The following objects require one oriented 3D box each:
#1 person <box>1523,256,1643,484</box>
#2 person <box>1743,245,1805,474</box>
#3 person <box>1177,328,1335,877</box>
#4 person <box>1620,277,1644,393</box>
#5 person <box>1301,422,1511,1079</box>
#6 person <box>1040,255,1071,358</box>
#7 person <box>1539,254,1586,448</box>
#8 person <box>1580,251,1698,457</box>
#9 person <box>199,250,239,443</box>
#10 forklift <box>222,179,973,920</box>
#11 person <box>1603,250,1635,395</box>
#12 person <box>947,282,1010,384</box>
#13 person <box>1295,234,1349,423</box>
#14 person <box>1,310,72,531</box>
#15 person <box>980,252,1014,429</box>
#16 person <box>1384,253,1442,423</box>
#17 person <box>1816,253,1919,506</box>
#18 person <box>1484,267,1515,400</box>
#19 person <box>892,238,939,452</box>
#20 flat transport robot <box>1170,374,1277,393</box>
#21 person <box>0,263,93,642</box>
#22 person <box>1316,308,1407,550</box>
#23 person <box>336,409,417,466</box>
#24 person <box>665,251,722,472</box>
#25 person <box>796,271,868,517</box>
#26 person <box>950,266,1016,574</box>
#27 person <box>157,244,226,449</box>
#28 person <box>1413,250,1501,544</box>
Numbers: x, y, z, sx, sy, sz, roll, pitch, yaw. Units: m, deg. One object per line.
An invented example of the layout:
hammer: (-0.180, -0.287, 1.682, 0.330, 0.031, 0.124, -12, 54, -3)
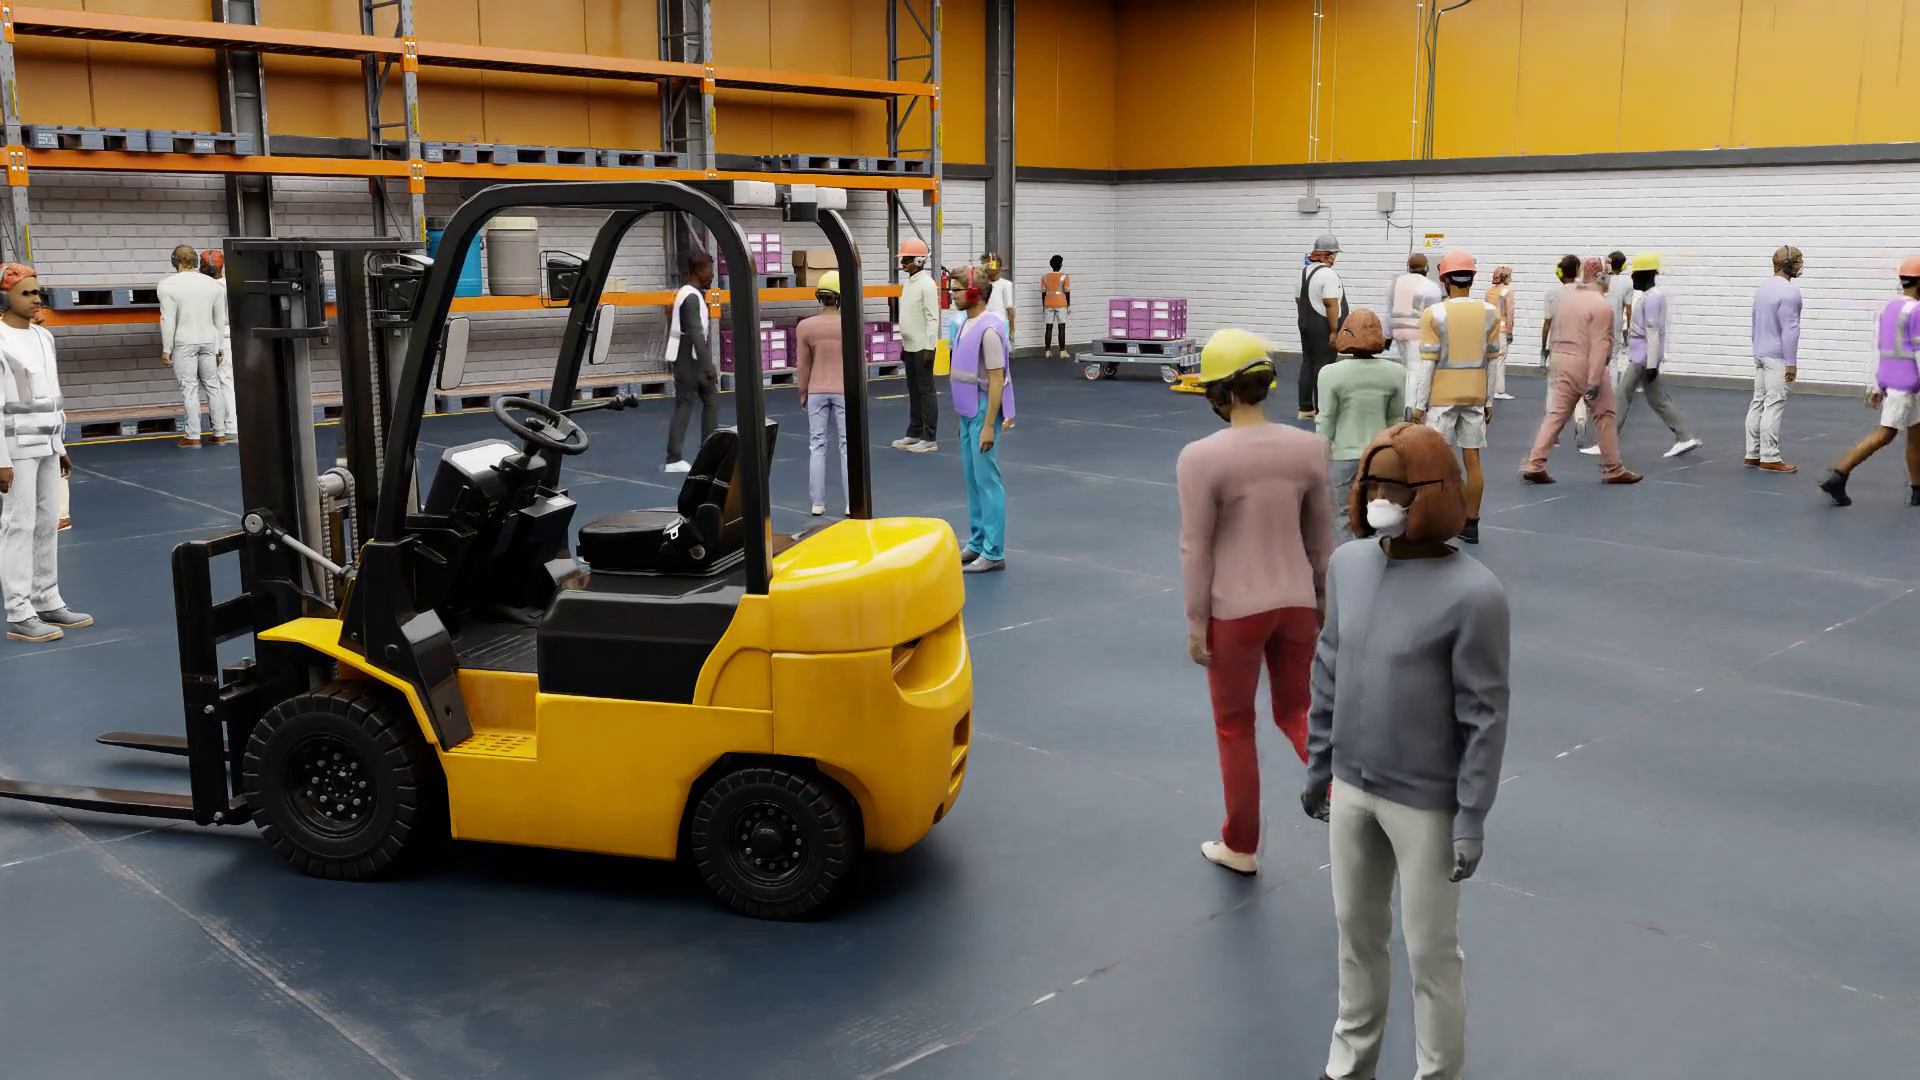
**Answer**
person: (5.060, -1.361, 13.475, 0.987, 1.861, 0.650, -3, 11, -14)
person: (6.984, -1.542, 14.229, 0.358, 1.938, 0.636, 0, 10, 1)
person: (0.946, 0.228, 5.110, 0.537, 1.736, 0.650, -5, 11, -24)
person: (8.594, -2.647, 21.142, 0.531, 1.616, 0.697, 5, 12, 26)
person: (0.944, 0.557, 3.618, 0.280, 1.633, 0.507, -7, 12, -32)
person: (1.585, -3.842, 27.431, 0.531, 1.698, 0.320, 5, 12, 26)
person: (5.777, -1.784, 15.791, 0.530, 1.846, 0.744, 0, 10, 3)
person: (6.278, -1.685, 15.169, 0.984, 1.882, 0.605, 4, 11, 23)
person: (-7.210, -1.885, 16.276, 0.341, 1.881, 0.583, -2, 11, -8)
forklift: (-1.114, -0.058, 5.440, 2.313, 2.155, 1.214, 2, 11, 13)
person: (7.548, -2.446, 19.403, 0.551, 1.851, 0.698, 4, 11, 21)
person: (0.160, -1.429, 14.400, 0.545, 1.651, 0.865, 1, 10, 4)
person: (3.963, -2.299, 18.083, 0.536, 2.000, 0.688, -3, 11, -18)
person: (-6.334, -0.862, 11.356, 0.502, 1.631, 0.285, 7, 12, 33)
person: (0.409, -2.082, 17.525, 0.346, 1.842, 0.572, -6, 12, -31)
person: (4.970, -2.185, 18.034, 0.663, 1.821, 0.662, -7, 12, -33)
person: (6.942, -1.179, 12.380, 0.978, 1.904, 0.540, 2, 11, 10)
person: (6.660, -2.558, 20.599, 0.314, 1.636, 0.515, -4, 11, -20)
person: (-0.406, -1.824, 15.616, 0.389, 1.996, 0.612, -5, 11, -24)
flat transport robot: (3.426, -2.053, 21.570, 1.431, 0.197, 0.652, -10, 15, -44)
person: (-4.682, -0.440, 8.368, 0.342, 1.882, 0.587, 0, 10, 1)
person: (2.134, -0.418, 8.928, 0.502, 1.636, 0.280, -2, 11, -10)
person: (-5.106, -1.495, 14.384, 0.518, 1.808, 0.708, -7, 13, -34)
person: (-2.208, -1.511, 14.219, 0.748, 1.889, 0.596, -1, 10, -3)
person: (-0.914, -1.043, 11.983, 0.523, 1.769, 0.314, 2, 11, 11)
person: (0.127, -0.722, 10.024, 0.384, 1.841, 0.565, -3, 11, -15)
person: (-7.307, -1.839, 15.853, 0.355, 1.938, 0.634, 7, 13, 35)
person: (3.237, -0.927, 10.908, 0.543, 1.928, 0.373, -1, 10, -7)
